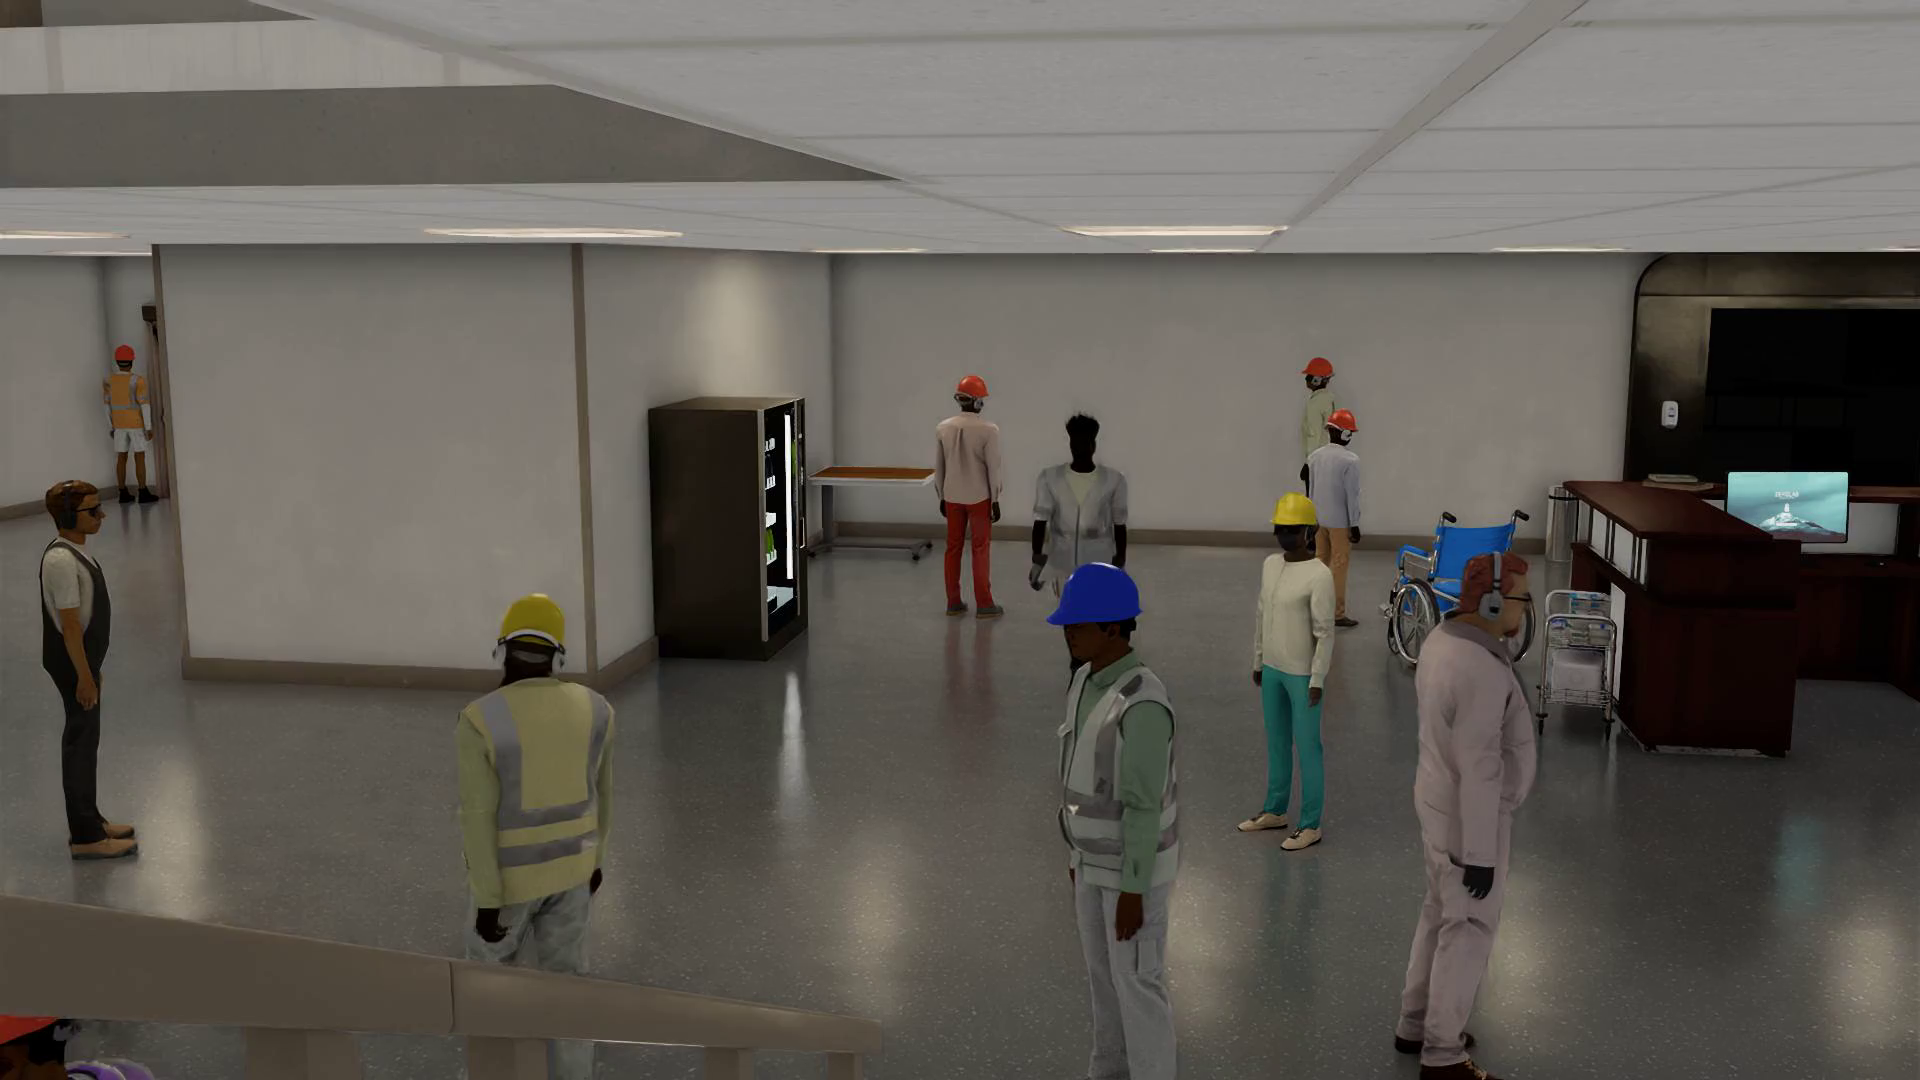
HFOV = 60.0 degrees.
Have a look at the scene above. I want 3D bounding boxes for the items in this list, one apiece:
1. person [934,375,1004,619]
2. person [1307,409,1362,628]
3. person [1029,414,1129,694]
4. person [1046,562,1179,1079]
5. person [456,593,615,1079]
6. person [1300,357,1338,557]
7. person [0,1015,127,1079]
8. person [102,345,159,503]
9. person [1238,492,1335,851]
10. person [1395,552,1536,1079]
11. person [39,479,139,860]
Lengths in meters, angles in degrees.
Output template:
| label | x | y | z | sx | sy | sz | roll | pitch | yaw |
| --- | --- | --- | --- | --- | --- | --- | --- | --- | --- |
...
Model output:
| label | x | y | z | sx | sy | sz | roll | pitch | yaw |
| --- | --- | --- | --- | --- | --- | --- | --- | --- | --- |
| person | 0.081 | -0.352 | 13.653 | 0.612 | 1.995 | 0.392 | 6 | 11 | 32 |
| person | 3.023 | -0.175 | 13.337 | 0.352 | 1.743 | 0.564 | -5 | 10 | -28 |
| person | 0.765 | 0.147 | 10.812 | 0.616 | 1.909 | 1.010 | 2 | 9 | 12 |
| person | 0.481 | 1.026 | 5.359 | 0.421 | 1.939 | 0.599 | -3 | 10 | -18 |
| person | -1.380 | 1.079 | 5.477 | 0.601 | 1.786 | 0.604 | -9 | 13 | -43 |
| person | 3.521 | -0.802 | 16.421 | 0.376 | 1.997 | 0.612 | 5 | 10 | 28 |
| person | -1.344 | 1.477 | 2.700 | 0.892 | 1.901 | 0.571 | -4 | 10 | -24 |
| person | -10.158 | -1.413 | 20.365 | 0.552 | 1.939 | 0.352 | 1 | 9 | 4 |
| person | 1.633 | 0.639 | 8.239 | 0.299 | 1.772 | 0.530 | -5 | 10 | -28 |
| person | 1.794 | 0.974 | 5.800 | 0.402 | 1.893 | 0.655 | 0 | 9 | 2 |
| person | -4.260 | 0.624 | 8.090 | 0.344 | 1.847 | 0.505 | -5 | 10 | -26 |
